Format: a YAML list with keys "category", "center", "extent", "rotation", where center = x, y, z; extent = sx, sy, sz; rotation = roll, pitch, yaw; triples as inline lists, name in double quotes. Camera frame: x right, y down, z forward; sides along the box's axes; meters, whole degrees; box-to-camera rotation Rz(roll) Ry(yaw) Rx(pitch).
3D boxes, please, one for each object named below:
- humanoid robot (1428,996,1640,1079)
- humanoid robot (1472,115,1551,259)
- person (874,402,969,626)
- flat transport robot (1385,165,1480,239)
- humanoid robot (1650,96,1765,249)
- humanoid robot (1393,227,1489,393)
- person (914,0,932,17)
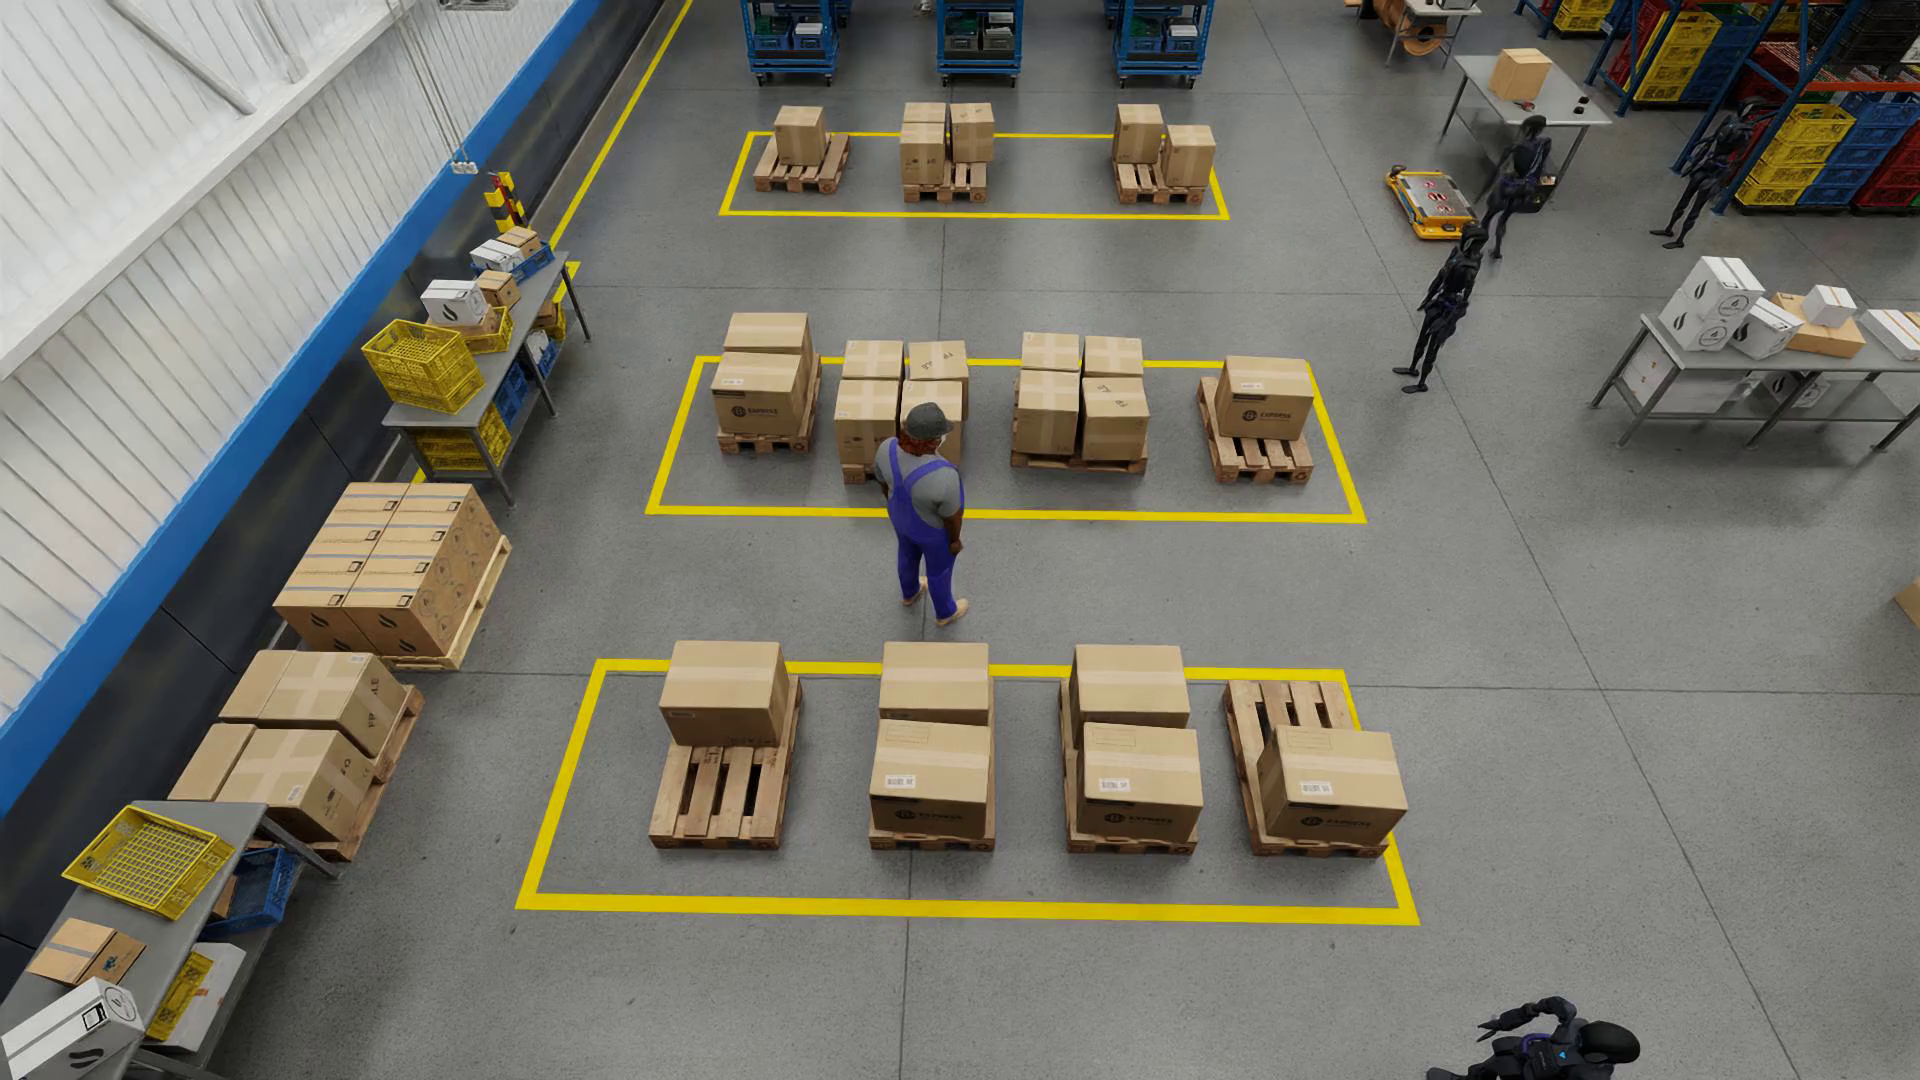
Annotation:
- category: "humanoid robot"
  center: [2.700, 2.580, 4.359]
  extent: [0.313, 1.657, 0.614]
  rotation: [1, 49, 1]
- category: "humanoid robot"
  center: [5.930, -3.781, 9.887]
  extent: [0.608, 1.631, 0.392]
  rotation: [-5, 49, -4]
- category: "person"
  center: [-0.220, -0.181, 6.520]
  extent: [0.680, 2.000, 0.537]
  rotation: [32, 56, 25]
- category: "flat transport robot"
  center: [5.692, -4.094, 11.059]
  extent: [0.652, 0.197, 1.431]
  rotation: [1, 49, 1]
- category: "humanoid robot"
  center: [8.242, -4.031, 10.082]
  extent: [0.313, 1.657, 0.614]
  rotation: [1, 49, 1]
- category: "humanoid robot"
  center: [4.414, -2.093, 8.404]
  extent: [0.313, 1.657, 0.614]
  rotation: [1, 49, 1]
- category: "person"
  center: [-0.607, -9.416, 14.615]
  extent: [0.342, 1.881, 0.585]
  rotation: [1, 49, 1]
